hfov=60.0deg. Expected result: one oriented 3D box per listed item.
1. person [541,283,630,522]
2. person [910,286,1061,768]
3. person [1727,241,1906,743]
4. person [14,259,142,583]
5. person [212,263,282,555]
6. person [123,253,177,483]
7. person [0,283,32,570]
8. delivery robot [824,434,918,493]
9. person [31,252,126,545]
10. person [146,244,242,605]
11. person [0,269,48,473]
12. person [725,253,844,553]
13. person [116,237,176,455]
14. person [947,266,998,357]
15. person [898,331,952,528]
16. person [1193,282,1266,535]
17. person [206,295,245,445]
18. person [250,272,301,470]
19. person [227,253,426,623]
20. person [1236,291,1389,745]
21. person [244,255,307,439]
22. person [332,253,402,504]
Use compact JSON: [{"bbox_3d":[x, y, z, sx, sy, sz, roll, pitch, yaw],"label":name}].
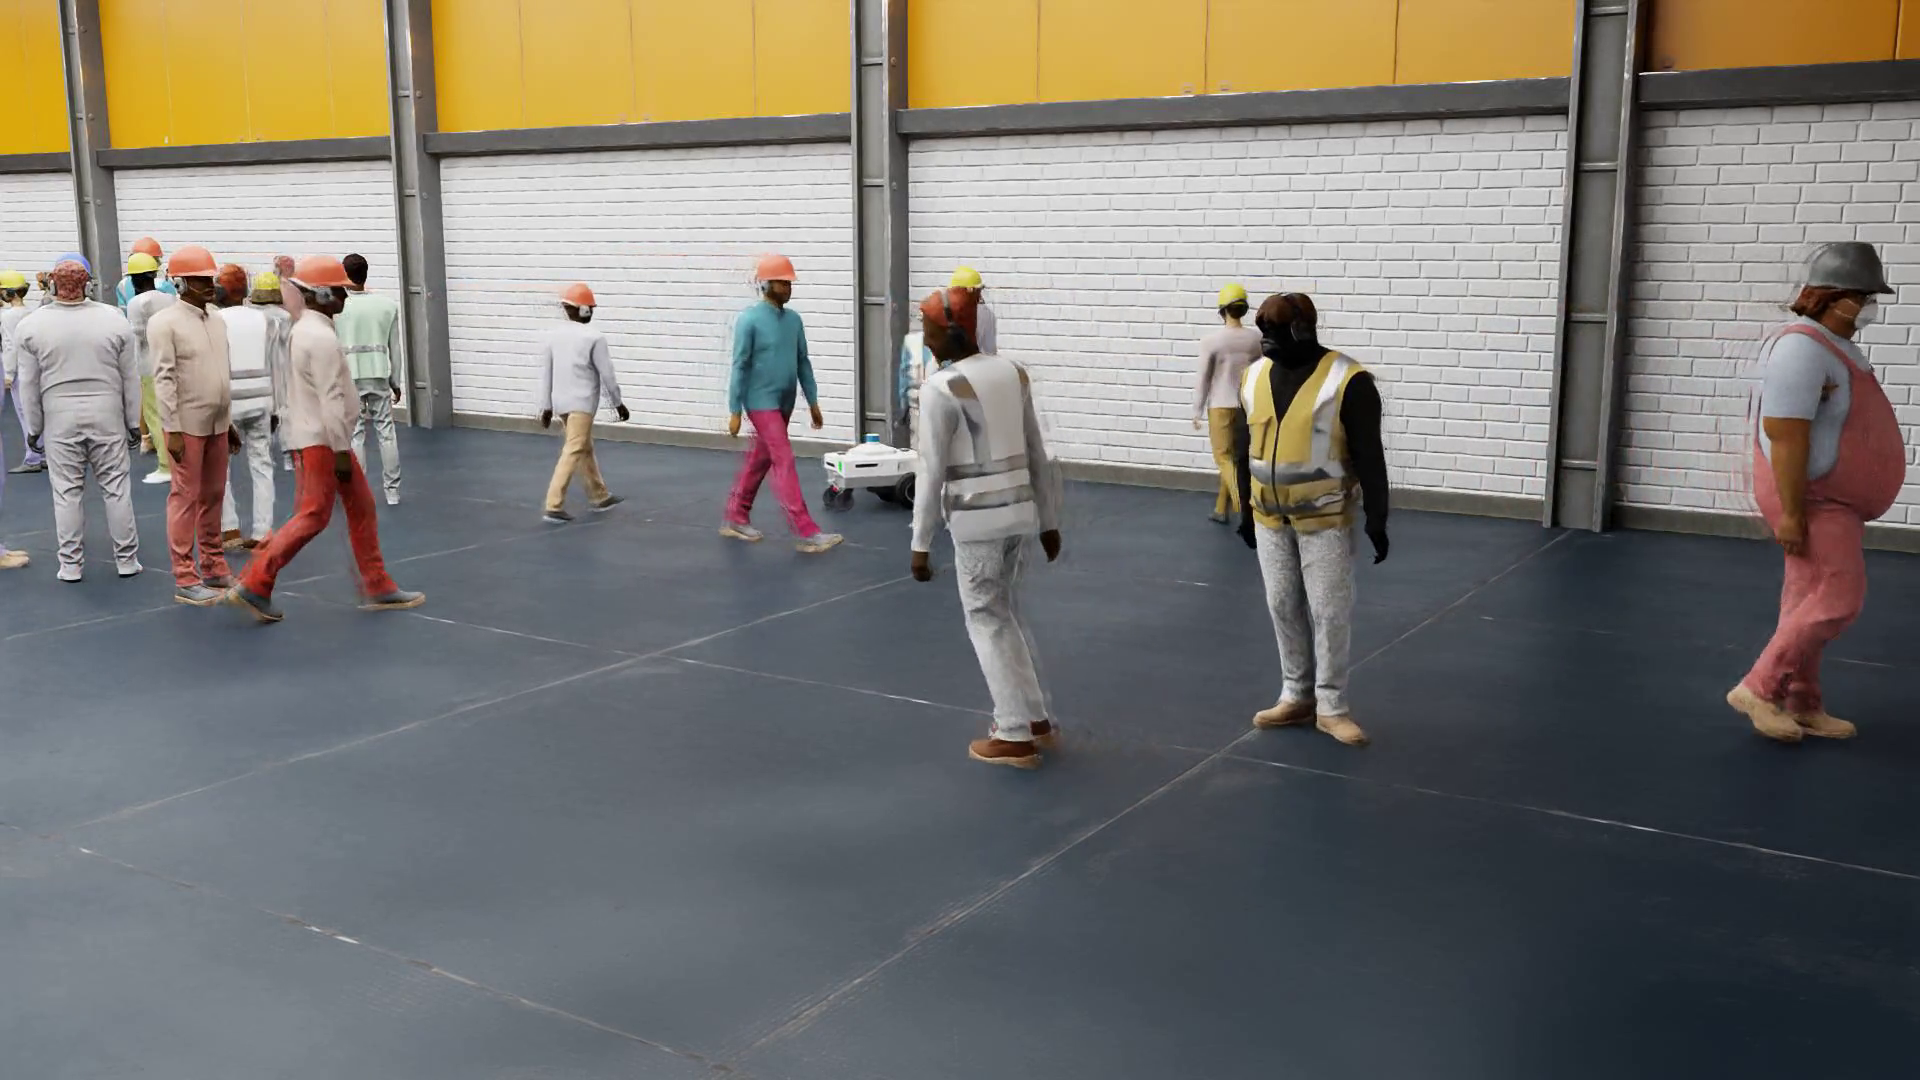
[{"bbox_3d":[-2.767,-1.001,12.102,0.566,1.709,0.889,8,13,37],"label":"person"},{"bbox_3d":[0.102,-0.040,6.374,0.499,1.848,0.598,8,13,37],"label":"person"},{"bbox_3d":[3.467,-0.184,6.652,0.536,2.000,0.693,7,13,35],"label":"person"},{"bbox_3d":[-5.205,-0.700,9.881,0.643,1.908,0.408,-6,12,-30],"label":"person"},{"bbox_3d":[-4.668,-0.835,10.722,0.581,1.867,0.597,9,13,40],"label":"person"},{"bbox_3d":[-6.732,-1.423,13.879,0.437,1.914,0.596,2,10,9],"label":"person"},{"bbox_3d":[-5.977,-0.719,10.195,0.346,1.836,0.518,-7,12,-35],"label":"person"},{"bbox_3d":[-0.659,-0.561,12.585,0.707,0.478,0.477,-5,12,-25],"label":"delivery robot"},{"bbox_3d":[-5.814,-0.930,11.062,0.608,1.941,0.416,-6,12,-30],"label":"person"},{"bbox_3d":[-4.259,-0.647,9.337,0.386,1.996,0.610,2,10,11],"label":"person"},{"bbox_3d":[-8.178,-1.464,14.500,0.305,1.771,0.525,-1,10,-5],"label":"person"},{"bbox_3d":[-1.211,-0.901,10.926,1.075,1.936,0.636,6,12,30],"label":"person"},{"bbox_3d":[-7.587,-1.818,15.682,0.616,2.046,0.367,2,10,13],"label":"person"},{"bbox_3d":[0.074,-1.166,12.693,0.403,1.825,0.589,5,11,25],"label":"person"},{"bbox_3d":[-0.172,-0.867,11.651,0.551,1.612,0.323,6,12,29],"label":"person"},{"bbox_3d":[1.909,-0.921,11.580,0.527,1.740,0.811,-3,11,-18],"label":"person"},{"bbox_3d":[-7.248,-1.726,16.320,0.338,1.636,0.521,5,11,25],"label":"person"},{"bbox_3d":[-6.059,-1.483,14.674,0.484,1.744,0.295,2,10,9],"label":"person"},{"bbox_3d":[-3.426,-0.539,8.836,0.978,1.960,0.623,-5,11,-26],"label":"person"},{"bbox_3d":[1.401,-0.085,6.725,0.432,1.823,0.700,-10,14,-44],"label":"person"},{"bbox_3d":[-6.671,-1.855,16.392,0.930,1.866,0.668,5,11,27],"label":"person"},{"bbox_3d":[-4.533,-1.203,12.634,0.589,1.920,0.399,-6,12,-31],"label":"person"}]
